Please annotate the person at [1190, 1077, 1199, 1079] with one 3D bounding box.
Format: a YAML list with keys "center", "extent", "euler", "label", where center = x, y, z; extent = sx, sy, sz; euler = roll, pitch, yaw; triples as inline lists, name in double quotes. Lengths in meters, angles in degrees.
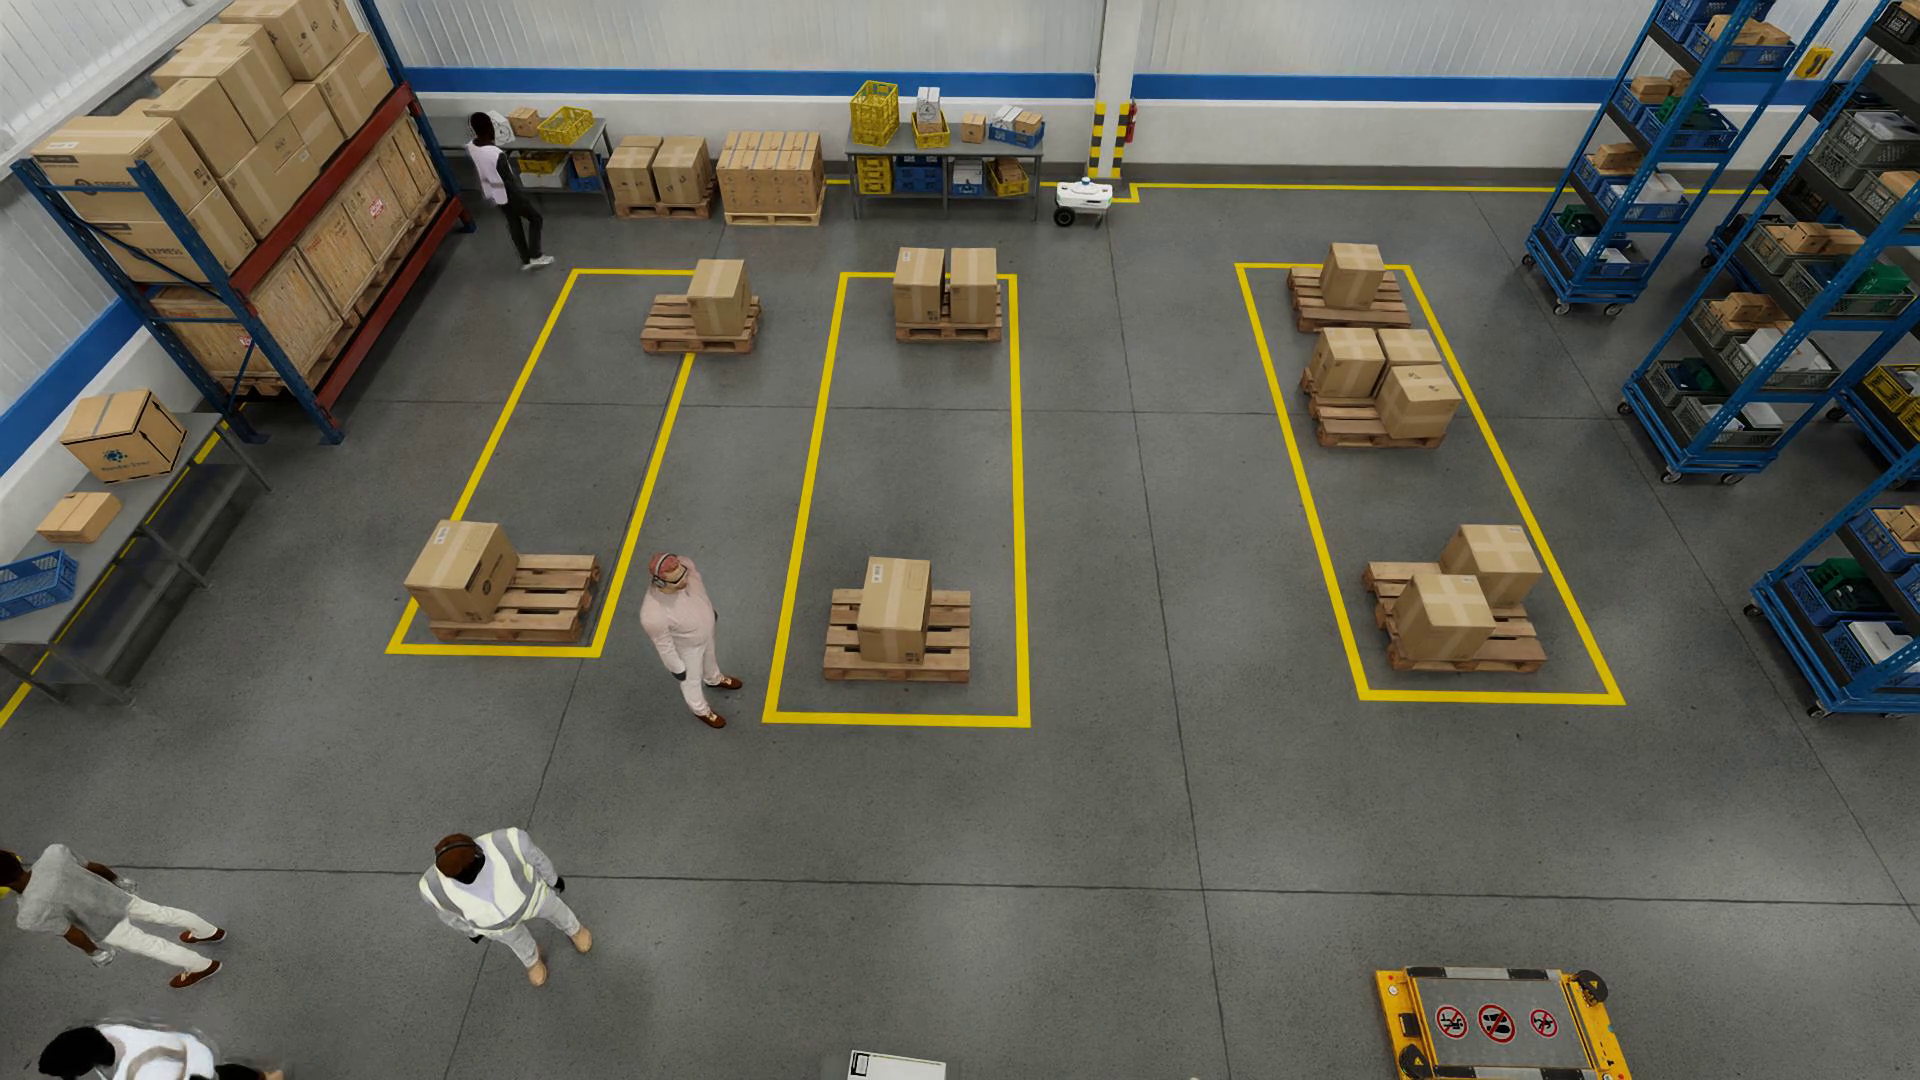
- center: [1.127, 3.249, 4.818]
  extent: [0.404, 1.831, 0.601]
  euler: [26, 55, 20]
  label: "person"

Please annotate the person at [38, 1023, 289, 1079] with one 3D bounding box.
- center: [-4.391, 2.996, 5.119]
  extent: [0.550, 1.675, 0.379]
  euler: [20, 54, 15]
  label: "person"

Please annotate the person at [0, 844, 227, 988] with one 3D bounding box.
- center: [-5.206, 2.296, 5.574]
  extent: [0.328, 1.869, 0.521]
  euler: [-12, 52, -9]
  label: "person"

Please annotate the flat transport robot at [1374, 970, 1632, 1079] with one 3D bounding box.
- center: [3.501, 3.133, 5.914]
  extent: [1.431, 0.197, 0.652]
  euler: [1, 51, 1]
  label: "flat transport robot"

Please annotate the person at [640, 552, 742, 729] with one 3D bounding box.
- center: [-1.983, 0.721, 6.833]
  extent: [0.401, 1.906, 0.649]
  euler: [11, 52, 8]
  label: "person"

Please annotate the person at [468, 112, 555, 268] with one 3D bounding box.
- center: [-5.273, -4.058, 10.730]
  extent: [0.632, 1.899, 0.523]
  euler: [27, 56, 20]
  label: "person"

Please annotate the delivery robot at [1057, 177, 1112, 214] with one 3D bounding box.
- center: [1.605, -4.445, 11.851]
  extent: [0.707, 0.478, 0.477]
  euler: [4, 51, 3]
  label: "delivery robot"

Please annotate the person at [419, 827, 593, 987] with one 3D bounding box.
- center: [-2.760, 2.240, 5.635]
  extent: [0.619, 1.845, 0.430]
  euler: [-30, 57, -22]
  label: "person"
